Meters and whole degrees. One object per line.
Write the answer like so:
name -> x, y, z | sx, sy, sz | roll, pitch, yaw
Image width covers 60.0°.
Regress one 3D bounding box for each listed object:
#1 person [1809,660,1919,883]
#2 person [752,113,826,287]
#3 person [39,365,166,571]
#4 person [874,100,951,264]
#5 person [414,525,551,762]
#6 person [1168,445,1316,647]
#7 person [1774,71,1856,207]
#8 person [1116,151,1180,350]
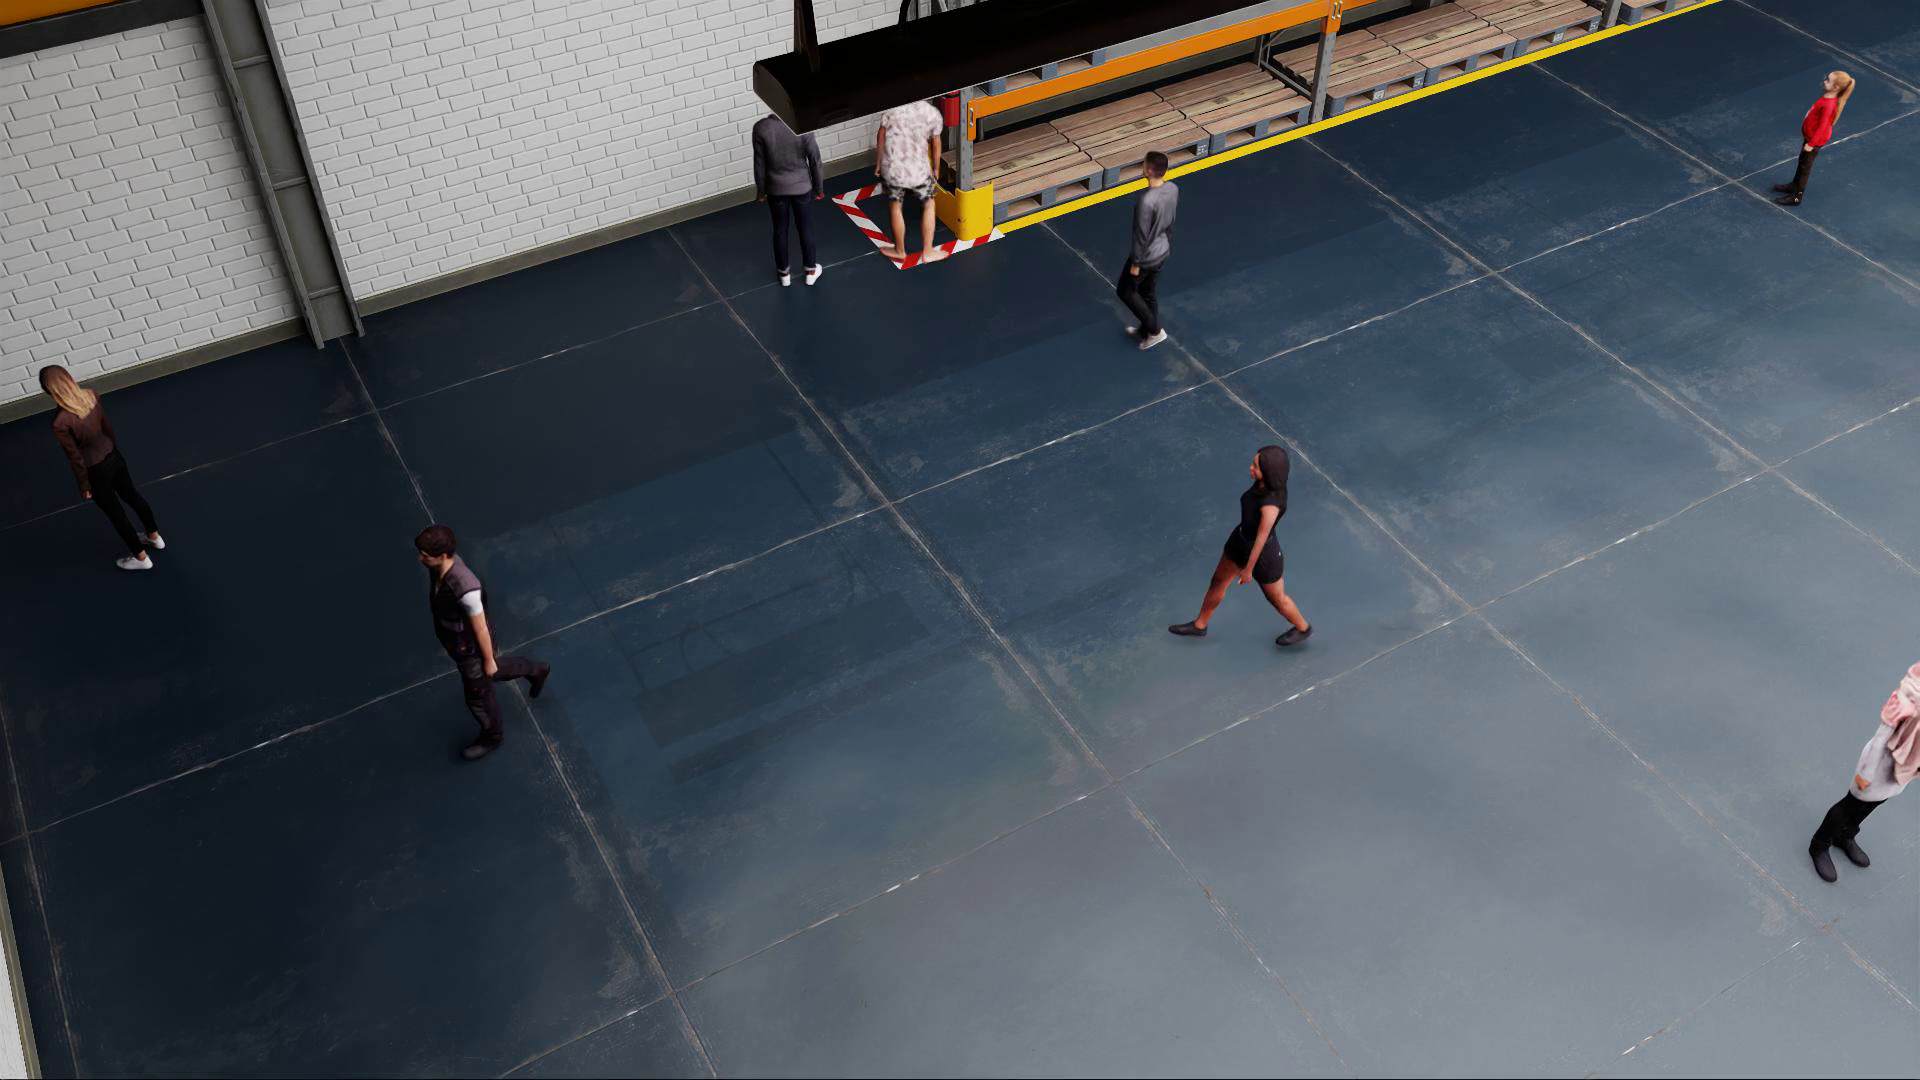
person -> 5.291, 1.251, 9.454 | 0.575, 1.803, 0.723 | -15, 46, -15
person -> -1.426, -2.927, 13.830 | 0.727, 1.815, 0.868 | 1, 44, 1
person -> -5.866, -0.497, 11.362 | 0.712, 1.703, 0.674 | 7, 44, 7
person -> -0.484, -3.149, 14.094 | 0.738, 1.774, 0.928 | -12, 45, -12
person -> -2.898, 0.566, 10.153 | 1.021, 1.830, 0.755 | -30, 51, -28
person -> 2.010, 0.098, 10.744 | 1.275, 1.694, 0.990 | -2, 44, -2
person -> 7.683, -3.625, 14.951 | 0.647, 1.281, 0.582 | 13, 45, 14
person -> 1.554, -2.226, 13.142 | 0.796, 1.751, 0.739 | 31, 51, 28
